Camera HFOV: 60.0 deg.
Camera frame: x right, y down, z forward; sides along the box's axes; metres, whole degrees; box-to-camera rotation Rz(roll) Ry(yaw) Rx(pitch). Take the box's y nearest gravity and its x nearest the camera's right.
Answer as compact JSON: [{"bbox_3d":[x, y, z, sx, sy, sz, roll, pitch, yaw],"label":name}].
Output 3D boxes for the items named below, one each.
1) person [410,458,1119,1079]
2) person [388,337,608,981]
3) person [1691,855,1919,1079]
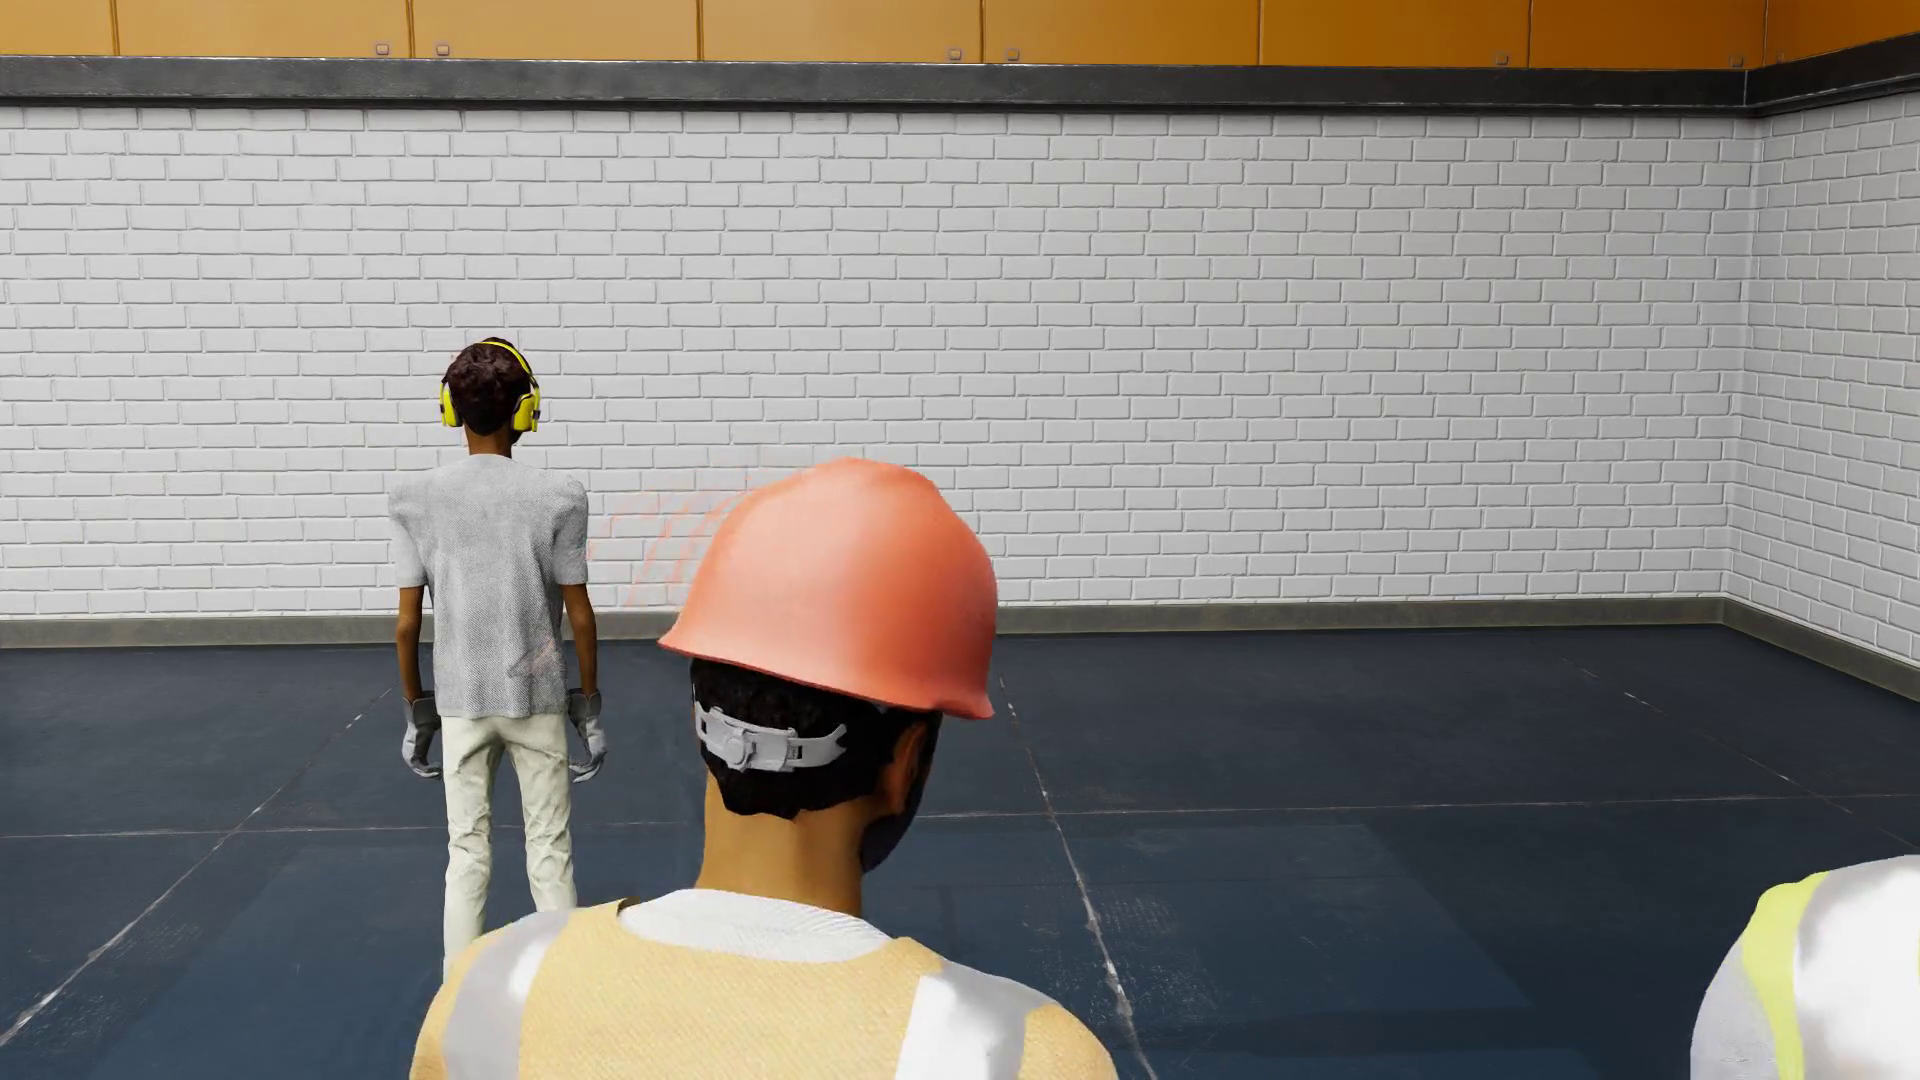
[{"bbox_3d":[-0.145,0.880,1.329,0.659,1.873,0.948,3,9,18],"label":"person"},{"bbox_3d":[-1.148,0.432,4.182,0.514,1.872,0.328,-1,9,-4],"label":"person"},{"bbox_3d":[0.911,0.906,1.385,0.692,1.816,0.661,5,10,30],"label":"person"}]
